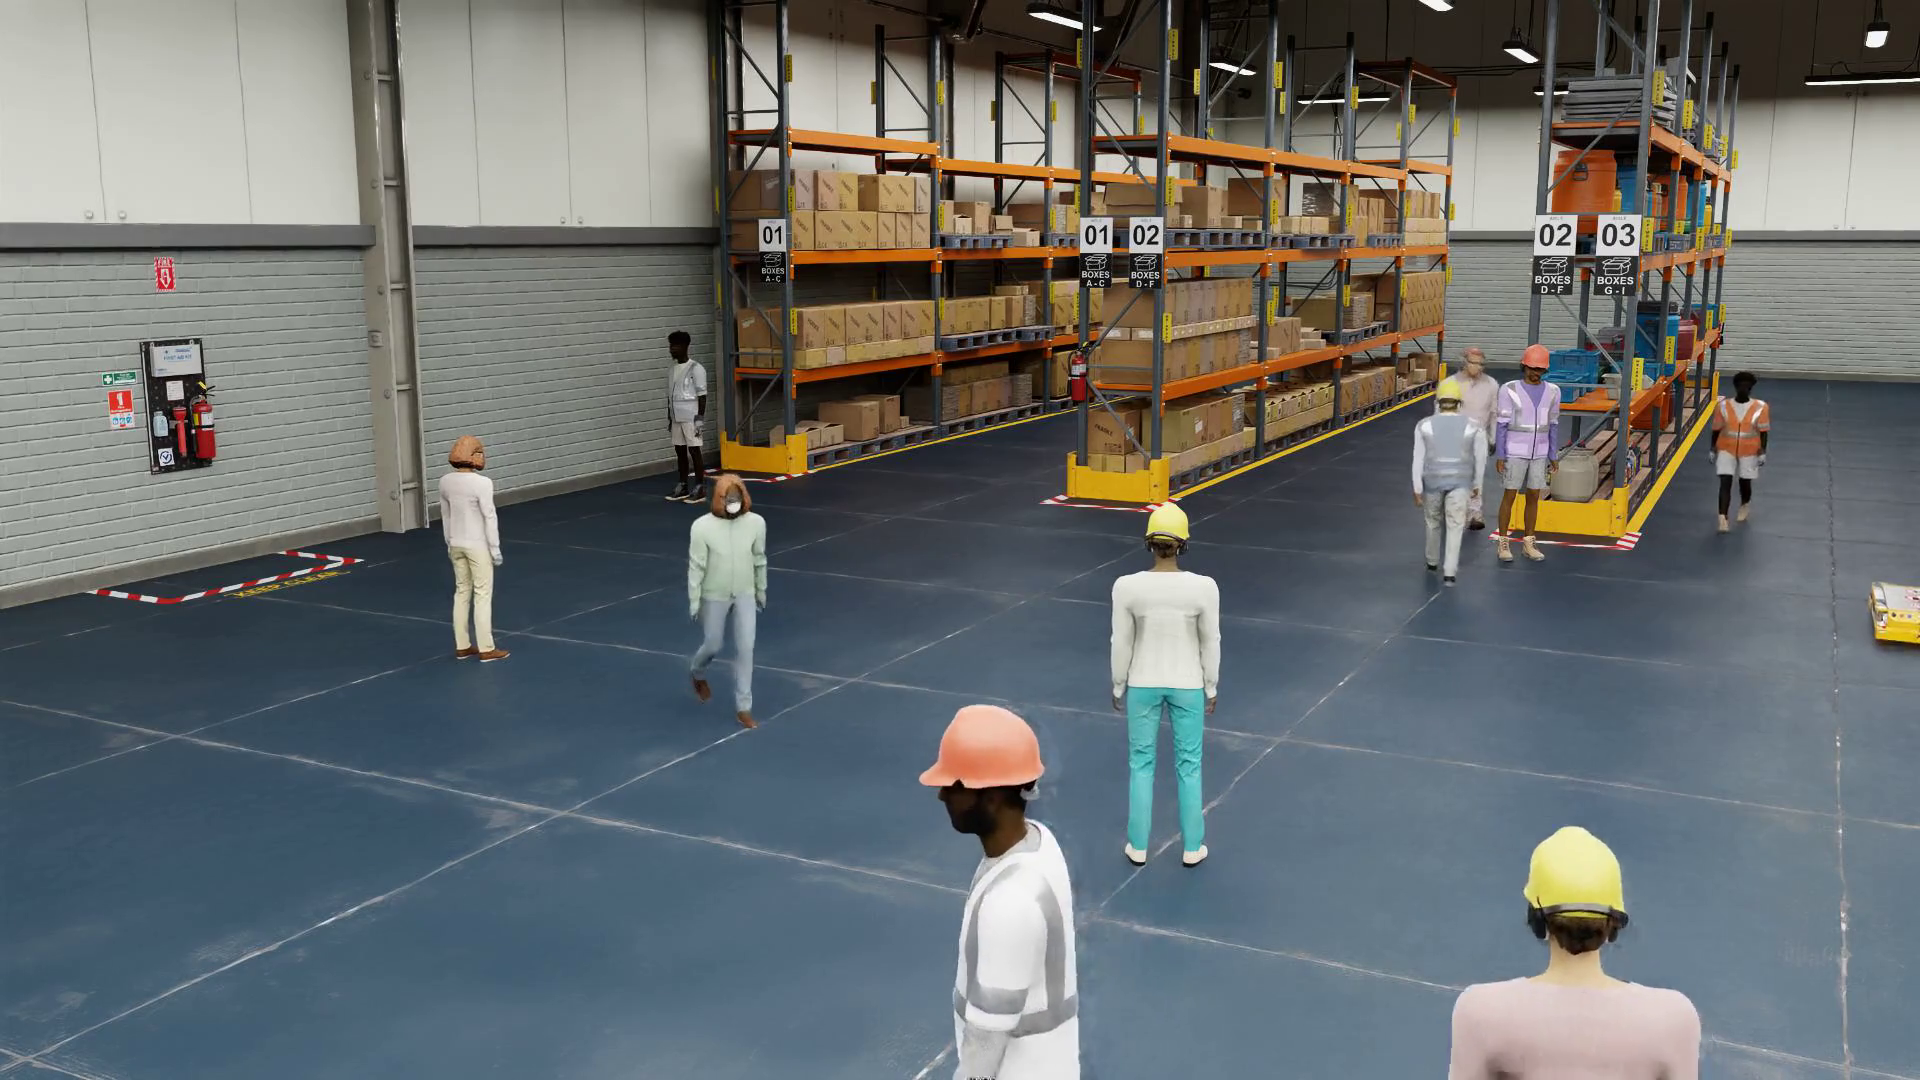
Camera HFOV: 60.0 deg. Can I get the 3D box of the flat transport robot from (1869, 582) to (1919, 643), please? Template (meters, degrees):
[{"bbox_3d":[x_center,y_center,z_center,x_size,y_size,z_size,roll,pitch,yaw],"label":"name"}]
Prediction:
[{"bbox_3d":[7.430,0.561,12.856,0.652,0.197,1.431,5,12,26],"label":"flat transport robot"}]

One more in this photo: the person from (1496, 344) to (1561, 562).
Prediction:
[{"bbox_3d":[5.296,-0.804,15.495,0.605,2.033,0.392,-1,10,-6],"label":"person"}]

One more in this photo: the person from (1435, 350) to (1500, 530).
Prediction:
[{"bbox_3d":[5.242,-1.028,17.183,0.685,1.851,0.977,1,10,7],"label":"person"}]

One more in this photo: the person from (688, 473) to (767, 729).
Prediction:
[{"bbox_3d":[-1.485,0.339,10.447,0.520,1.597,0.707,-5,12,-26],"label":"person"}]

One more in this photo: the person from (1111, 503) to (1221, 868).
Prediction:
[{"bbox_3d":[0.986,0.703,8.001,0.523,1.769,0.320,2,11,9],"label":"person"}]

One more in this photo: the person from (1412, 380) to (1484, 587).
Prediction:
[{"bbox_3d":[4.264,-0.504,14.566,0.588,1.783,0.976,3,11,17],"label":"person"}]

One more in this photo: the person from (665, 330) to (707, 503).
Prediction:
[{"bbox_3d":[-3.133,-1.402,18.937,0.613,1.962,0.362,9,14,41],"label":"person"}]

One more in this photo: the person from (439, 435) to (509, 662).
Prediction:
[{"bbox_3d":[-3.485,0.060,11.898,0.500,1.626,0.307,6,12,29],"label":"person"}]

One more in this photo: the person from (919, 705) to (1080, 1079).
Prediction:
[{"bbox_3d":[0.019,1.341,4.179,0.961,1.888,0.573,1,10,3],"label":"person"}]

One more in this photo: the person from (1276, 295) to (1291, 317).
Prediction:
[{"bbox_3d":[7.654,-4.981,39.372,0.526,1.632,0.279,-5,12,-25],"label":"person"}]

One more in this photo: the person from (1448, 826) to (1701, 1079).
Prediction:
[{"bbox_3d":[1.332,1.502,3.665,0.538,1.753,0.556,2,11,13],"label":"person"}]

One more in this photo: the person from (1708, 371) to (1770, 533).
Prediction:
[{"bbox_3d":[8.045,-0.932,17.193,0.548,1.668,0.754,5,11,25],"label":"person"}]
